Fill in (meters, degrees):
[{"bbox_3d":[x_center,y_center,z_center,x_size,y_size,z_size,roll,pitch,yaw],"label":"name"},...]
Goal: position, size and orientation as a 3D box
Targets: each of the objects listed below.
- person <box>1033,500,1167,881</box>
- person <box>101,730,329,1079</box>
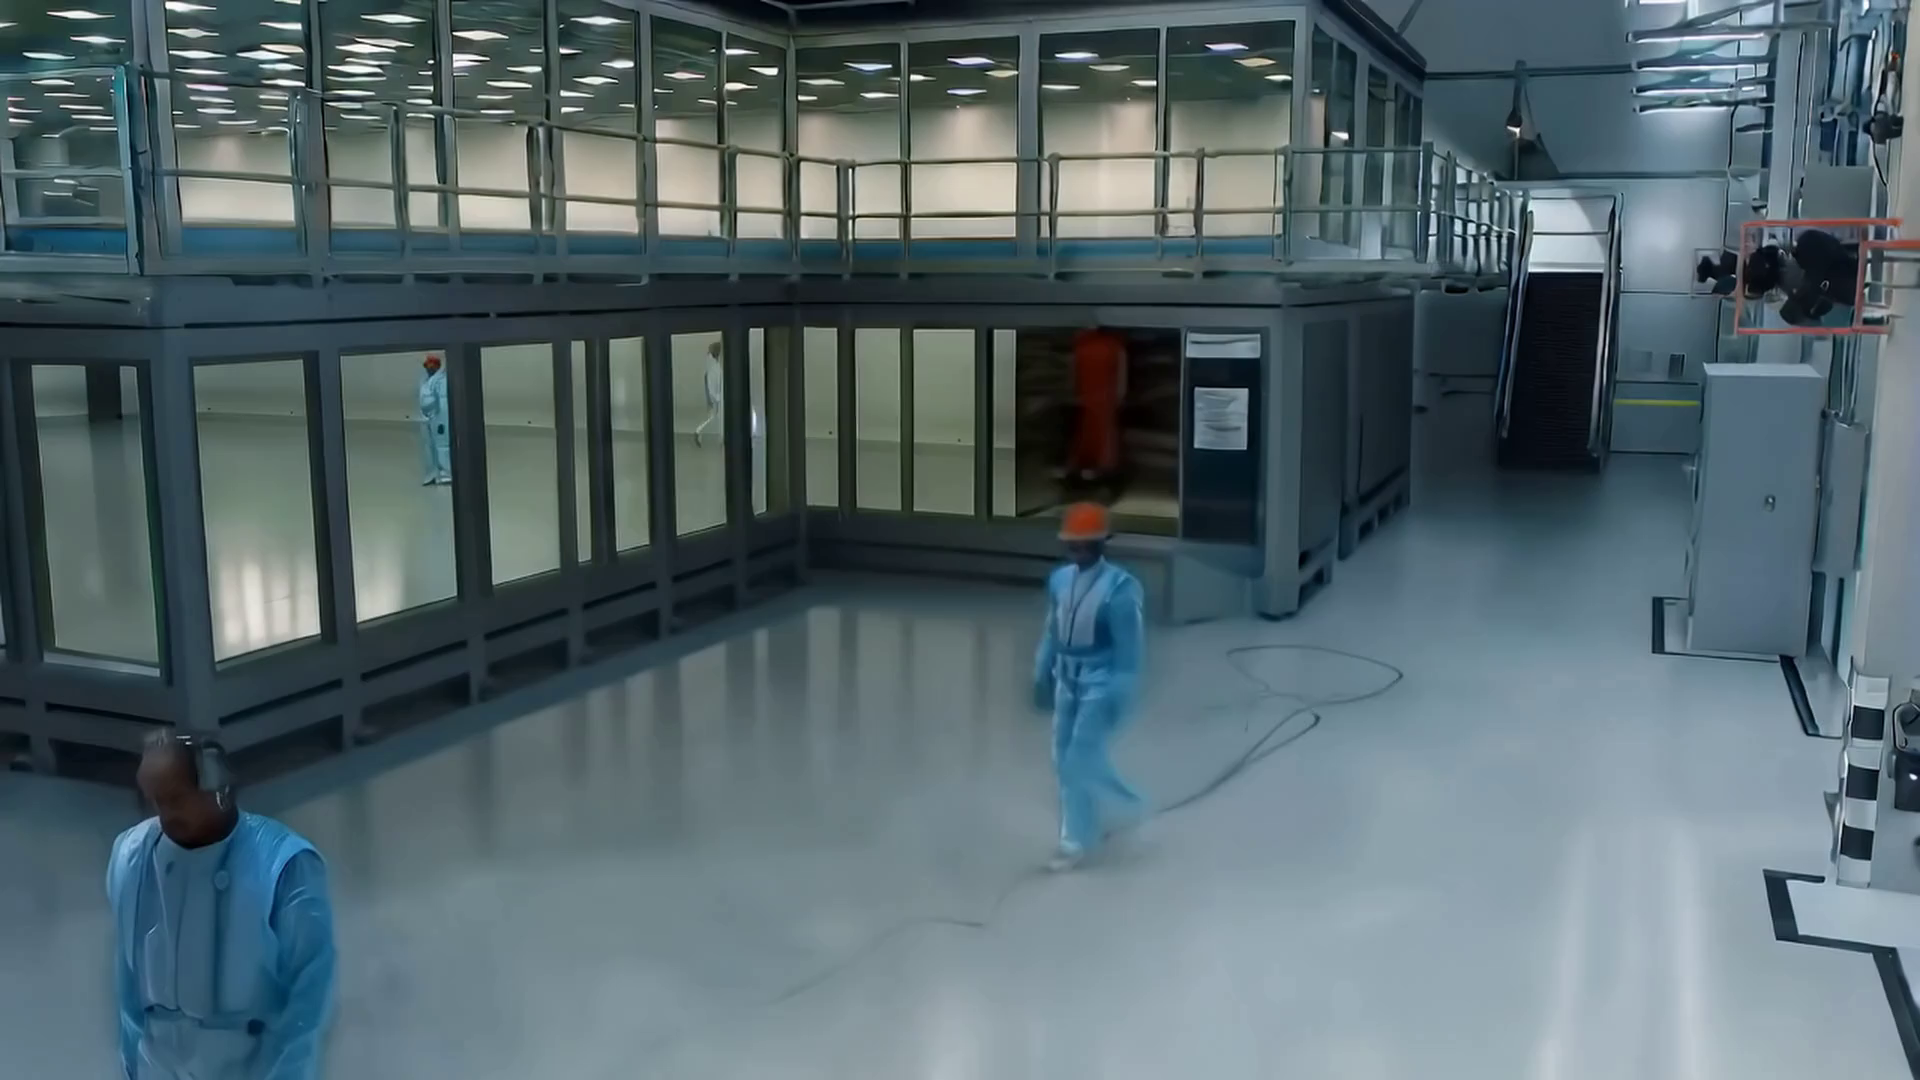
[{"bbox_3d":[0.721,0.737,8.477,0.828,1.926,0.612,-9,13,-44],"label":"person"},{"bbox_3d":[-2.039,1.417,4.540,0.624,1.840,0.429,1,9,6],"label":"person"}]
